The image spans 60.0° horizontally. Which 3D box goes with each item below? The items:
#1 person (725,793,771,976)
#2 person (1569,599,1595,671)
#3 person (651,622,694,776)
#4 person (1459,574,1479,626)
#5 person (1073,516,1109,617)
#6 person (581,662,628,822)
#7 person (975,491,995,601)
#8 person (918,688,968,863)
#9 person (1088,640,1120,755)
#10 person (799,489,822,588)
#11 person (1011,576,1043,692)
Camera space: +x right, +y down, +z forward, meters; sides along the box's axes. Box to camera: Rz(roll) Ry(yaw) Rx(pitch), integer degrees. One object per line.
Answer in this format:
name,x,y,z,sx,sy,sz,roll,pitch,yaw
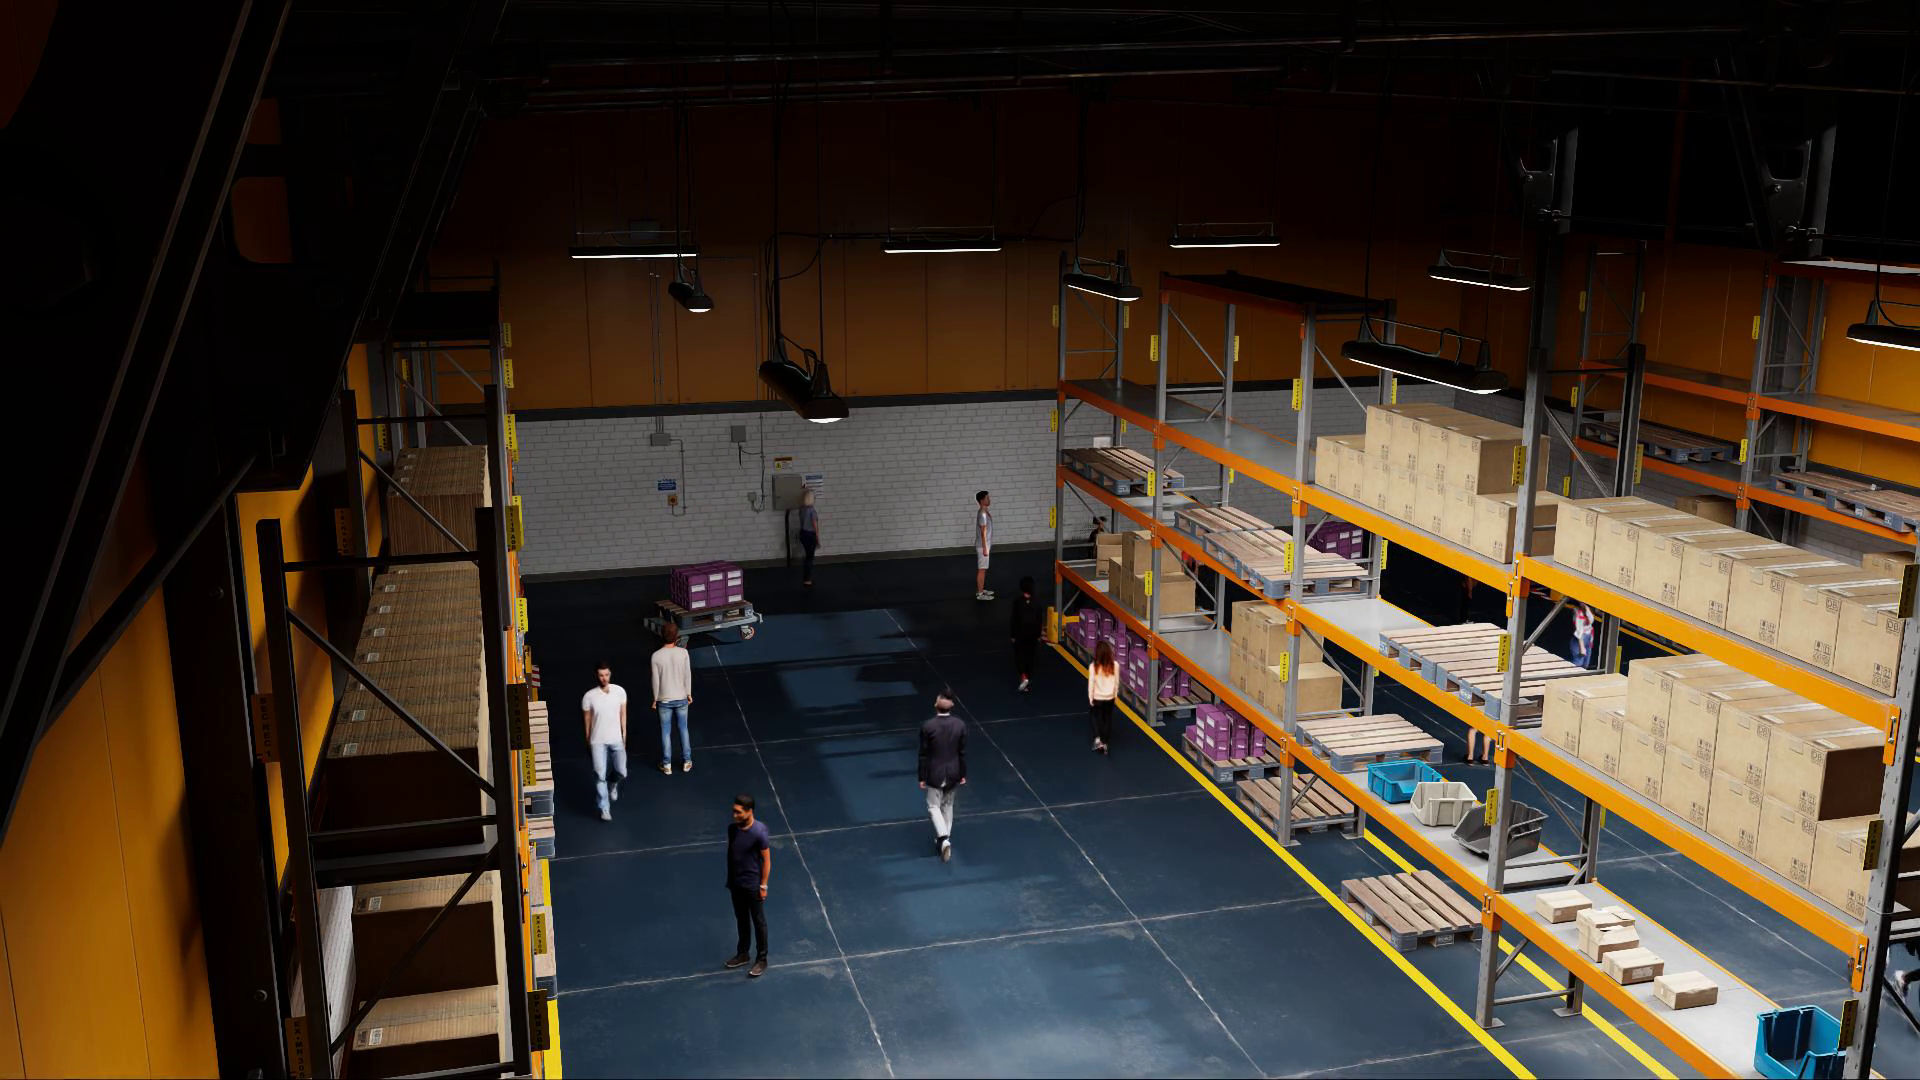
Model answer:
person,-1.970,3.175,15.516,0.692,1.784,0.772,9,16,33
person,8.585,1.433,23.077,0.687,1.610,0.694,-13,19,-43
person,-3.526,1.933,20.388,0.667,1.905,0.598,-5,14,-20
person,8.118,0.761,26.608,0.649,1.255,0.538,2,14,10
person,2.099,0.467,26.863,0.806,1.706,1.079,-1,14,-4
person,-4.085,2.272,19.114,0.746,1.846,0.932,-6,15,-22
person,0.394,0.074,28.172,0.807,1.854,0.603,0,14,1
person,-0.161,2.572,17.876,0.691,1.845,0.999,-4,14,-15
person,1.830,2.003,21.011,0.583,1.476,0.569,-2,14,-10
person,-2.701,-0.019,28.864,0.777,1.710,0.679,-12,18,-41
person,0.948,1.345,23.320,0.654,1.667,0.827,-2,14,-7
